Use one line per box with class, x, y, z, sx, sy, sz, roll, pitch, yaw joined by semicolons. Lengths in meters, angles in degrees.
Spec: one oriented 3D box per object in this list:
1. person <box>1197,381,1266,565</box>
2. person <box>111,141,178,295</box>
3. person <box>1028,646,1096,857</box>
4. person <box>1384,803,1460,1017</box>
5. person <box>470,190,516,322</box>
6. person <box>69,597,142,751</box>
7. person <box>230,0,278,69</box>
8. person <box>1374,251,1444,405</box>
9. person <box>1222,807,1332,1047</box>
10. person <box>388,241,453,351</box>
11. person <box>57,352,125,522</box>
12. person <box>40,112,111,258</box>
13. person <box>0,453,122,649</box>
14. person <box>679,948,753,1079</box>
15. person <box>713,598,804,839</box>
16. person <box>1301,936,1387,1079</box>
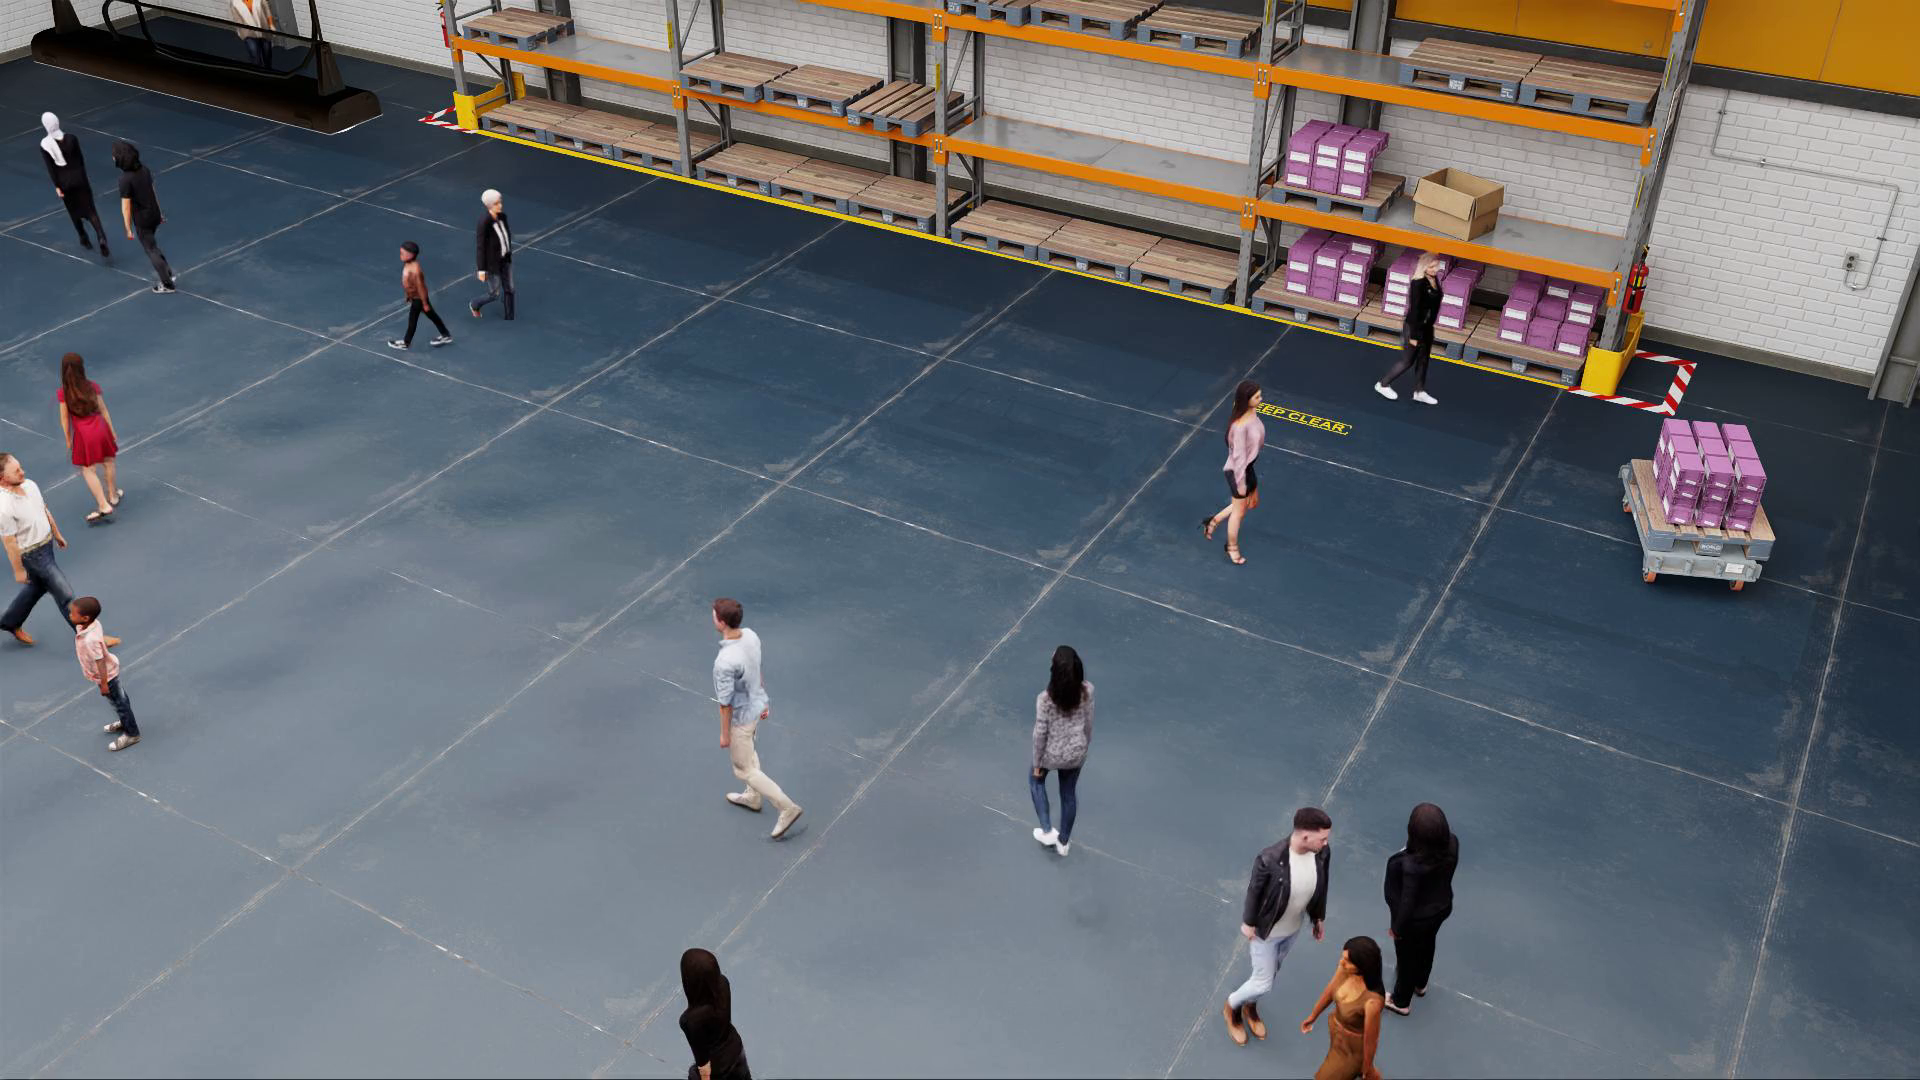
person;2.334;-0.579;14.340;0.723;1.802;0.639;15;37;22
person;-9.223;-3.672;18.976;0.715;1.821;0.734;7;34;10
person;0.719;1.495;11.294;0.734;1.719;0.788;-10;35;-15
person;2.835;2.270;10.226;0.714;1.611;0.718;-28;43;-35
person;-5.249;-3.064;18.492;0.862;1.751;0.771;14;36;20
person;-6.400;0.972;12.454;0.648;1.306;0.564;-16;37;-22
person;-10.676;-7.811;25.179;1.085;1.848;1.262;-17;37;-23
person;4.583;-2.137;16.796;0.892;1.677;0.702;18;37;25
person;1.886;2.264;10.063;0.800;1.801;0.814;-11;35;-16
person;-5.775;-2.631;17.953;0.909;1.218;0.911;-14;36;-20
person;-7.909;-0.945;15.139;0.797;1.527;0.902;-27;42;-34
person;-10.534;-4.206;19.839;0.860;1.755;1.171;-25;41;-33
person;-7.479;0.116;13.281;1.328;1.817;1.088;0;34;0
person;-1.263;2.927;9.244;1.077;1.604;0.654;15;36;21
person;-1.444;1.239;11.586;0.956;1.823;0.782;7;34;11
person;2.268;2.823;9.361;1.098;1.647;0.948;-5;34;-7
